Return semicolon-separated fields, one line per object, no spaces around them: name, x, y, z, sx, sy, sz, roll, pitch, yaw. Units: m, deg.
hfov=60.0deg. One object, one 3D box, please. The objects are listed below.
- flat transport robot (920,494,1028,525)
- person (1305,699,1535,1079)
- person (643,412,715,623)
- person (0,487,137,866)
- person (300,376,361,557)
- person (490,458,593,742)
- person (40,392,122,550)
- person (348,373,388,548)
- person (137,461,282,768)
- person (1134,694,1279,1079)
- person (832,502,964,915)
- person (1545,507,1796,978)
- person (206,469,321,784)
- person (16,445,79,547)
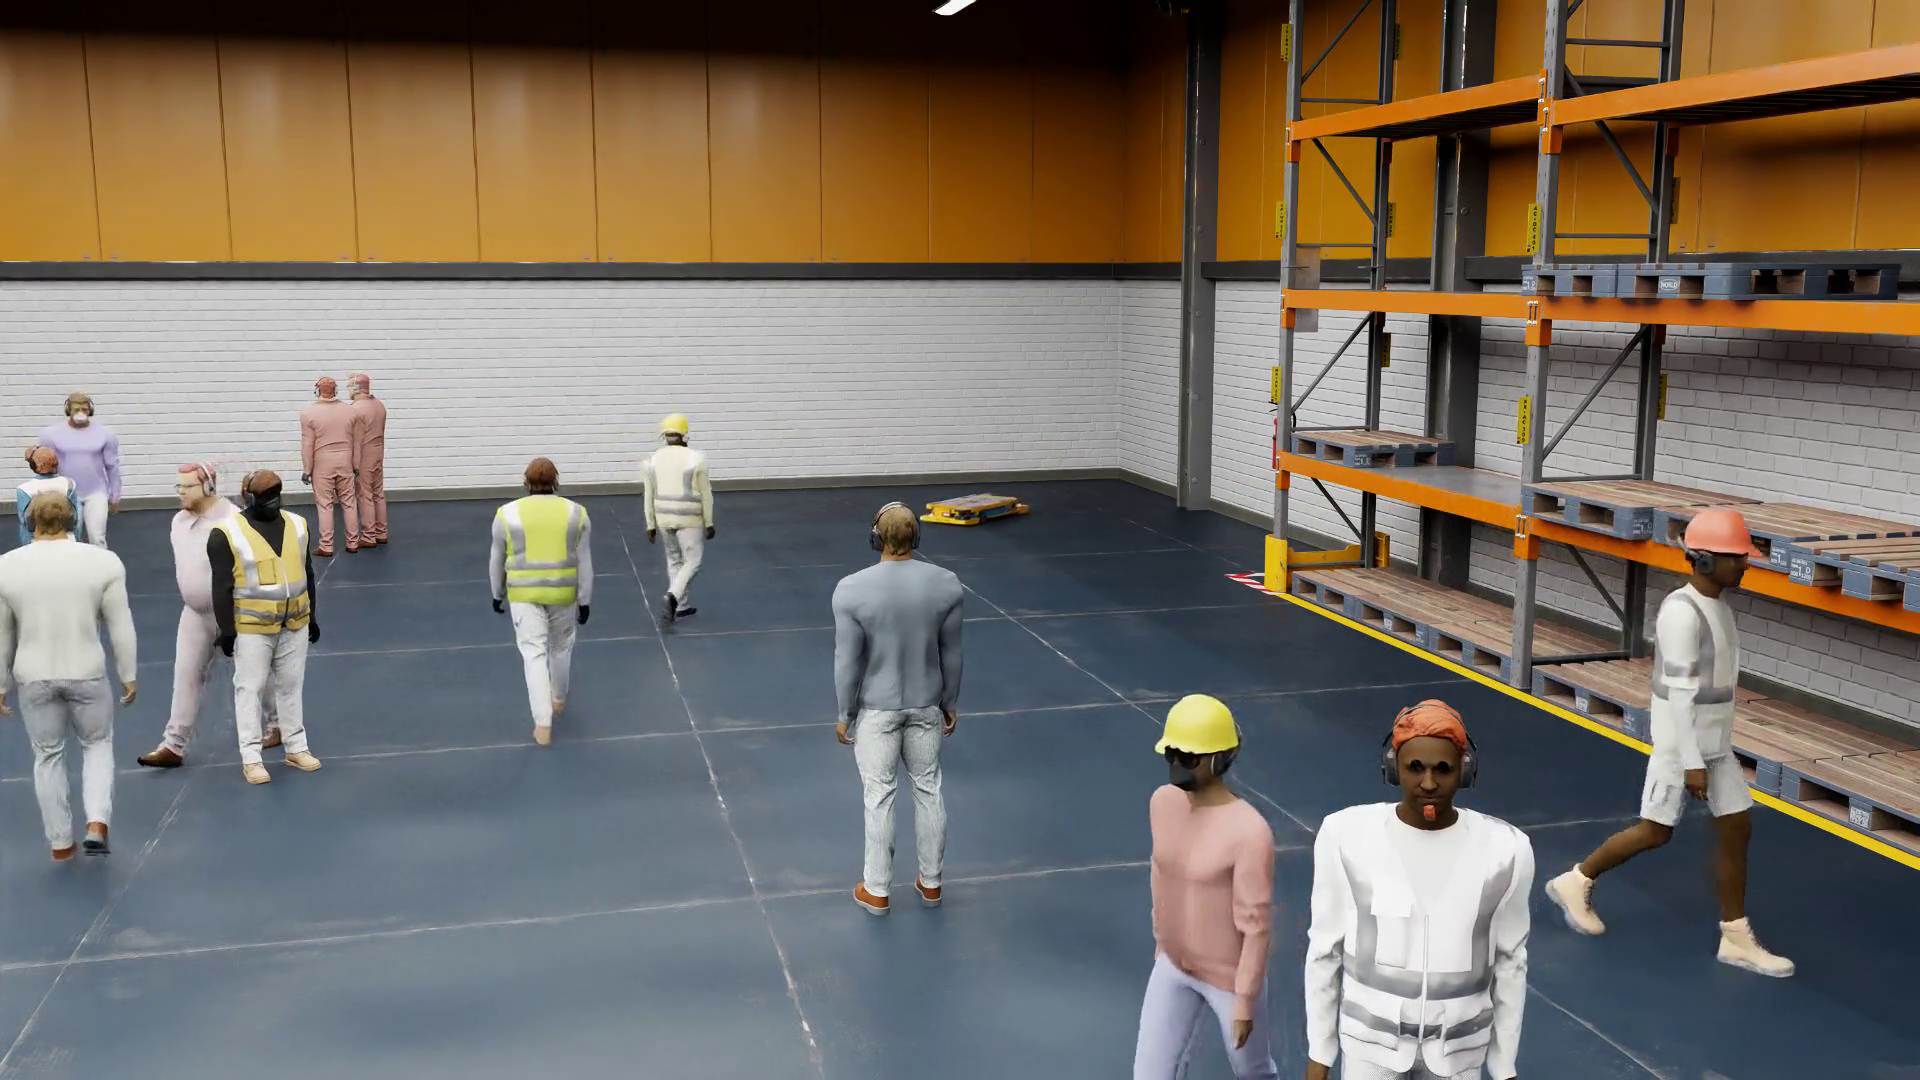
flat transport robot;0.184;-0.381;20.208;0.652;0.197;1.431;6;11;33
person;1.200;1.348;4.402;0.574;1.882;0.356;1;9;8
person;-2.405;-0.169;14.076;0.603;1.815;0.701;3;10;18
person;-4.488;0.699;8.333;0.659;1.920;0.468;-5;10;-27
person;-6.658;-0.777;17.589;0.408;1.909;0.638;9;13;44
person;-2.742;0.355;10.874;0.624;1.791;0.954;-4;10;-23
person;-8.025;-0.409;15.246;0.643;1.919;0.566;-4;10;-25
person;-6.504;-0.864;18.133;0.407;1.904;0.655;1;9;8
person;-4.552;0.440;10.162;0.646;1.855;1.012;3;10;20
person;0.737;1.314;5.111;0.899;1.712;0.538;-7;12;-38
person;-0.291;0.781;7.763;0.630;1.940;0.372;-3;10;-20
person;3.111;0.840;7.215;0.610;2.008;0.983;-9;13;-44
person;-4.080;0.498;9.837;0.429;1.841;0.633;7;12;38
person;-7.184;0.068;13.139;0.309;1.641;0.513;4;10;22
